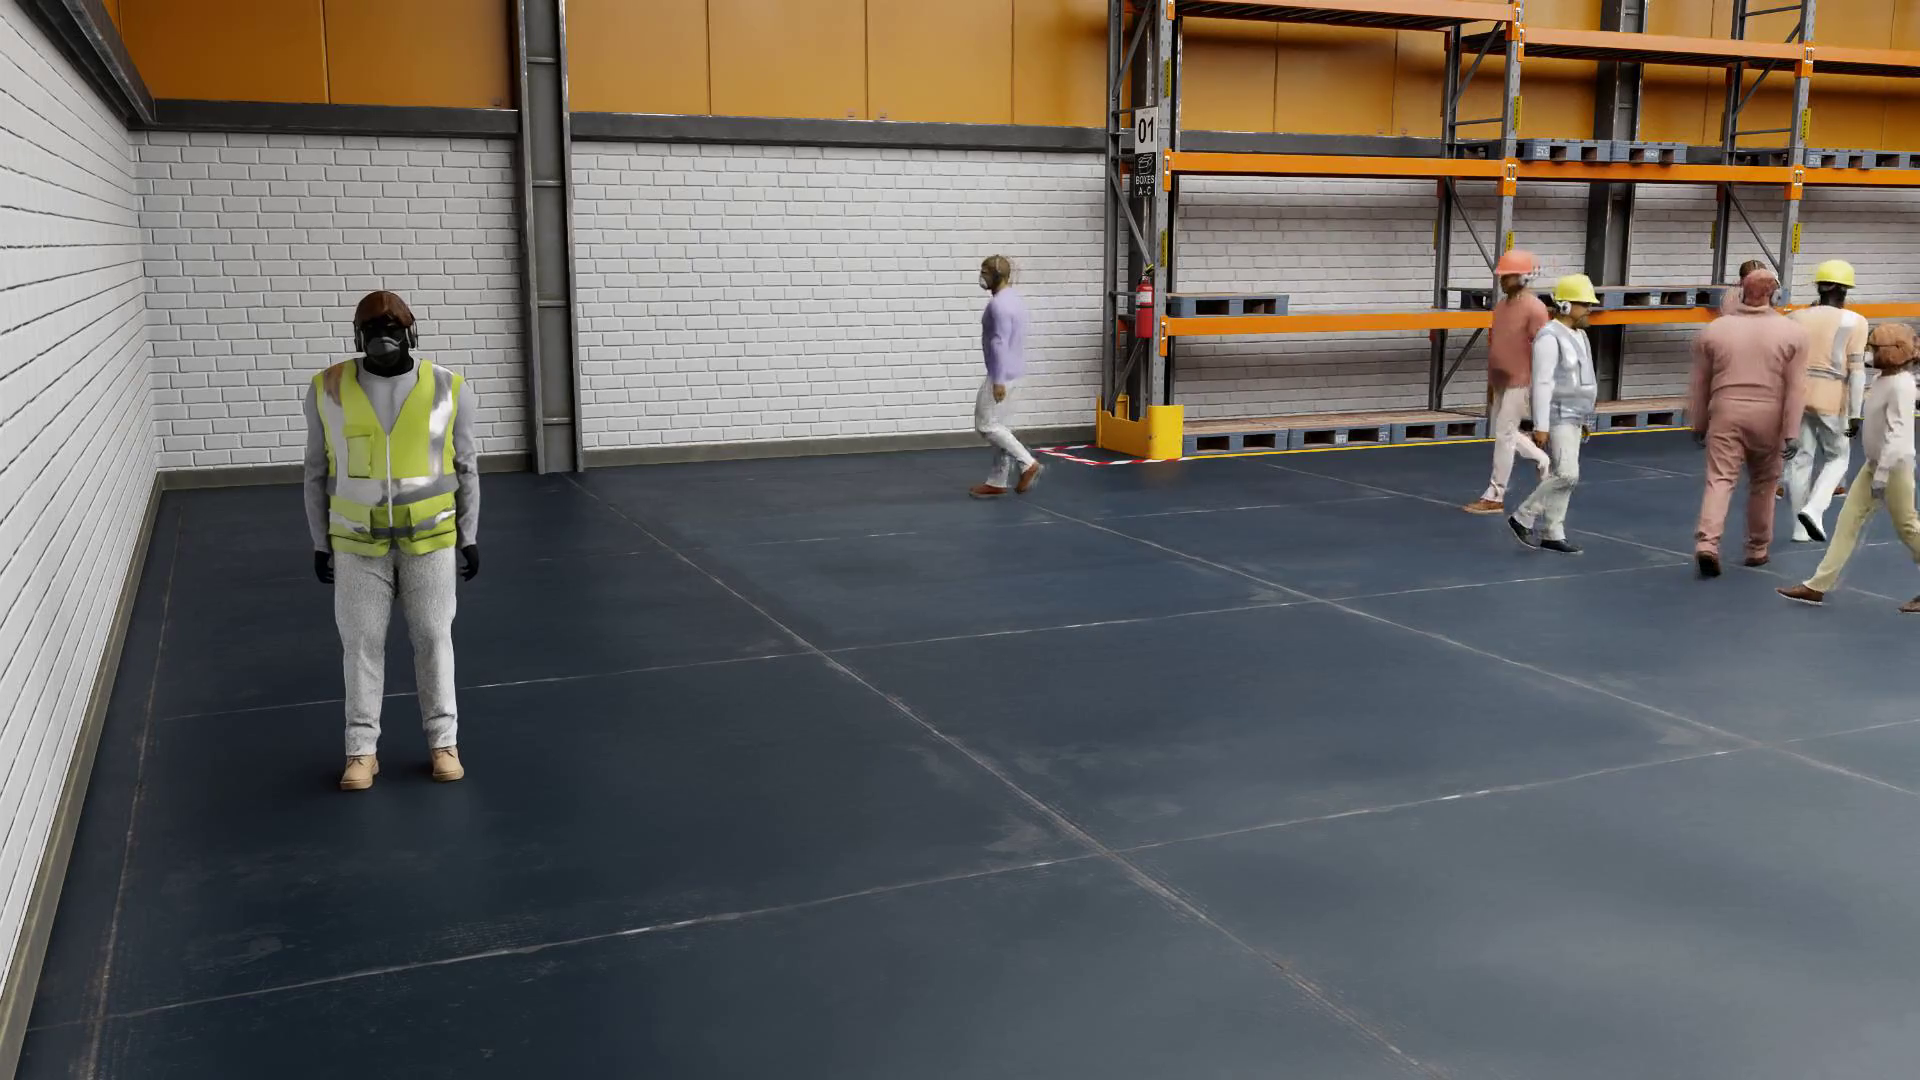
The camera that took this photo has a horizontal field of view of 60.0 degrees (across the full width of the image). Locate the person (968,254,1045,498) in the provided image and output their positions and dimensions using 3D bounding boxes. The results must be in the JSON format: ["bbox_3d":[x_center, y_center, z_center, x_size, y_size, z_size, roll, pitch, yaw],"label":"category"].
[{"bbox_3d":[0.348,-1.264,13.017,0.509,1.927,0.649,1,10,6],"label":"person"}]

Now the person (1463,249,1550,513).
[{"bbox_3d":[4.218,-1.181,12.441,0.838,1.974,0.633,-2,10,-11],"label":"person"}]

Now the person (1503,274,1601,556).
[{"bbox_3d":[3.864,-0.789,10.681,0.415,1.815,0.601,8,13,37],"label":"person"}]

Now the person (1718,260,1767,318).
[{"bbox_3d":[7.723,-1.819,16.347,0.429,1.842,0.634,-2,10,-11],"label":"person"}]

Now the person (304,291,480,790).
[{"bbox_3d":[-2.101,0.004,6.191,0.619,1.845,0.430,-3,11,-16],"label":"person"}]

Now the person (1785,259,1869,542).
[{"bbox_3d":[5.735,-0.910,11.122,0.484,1.908,0.588,-8,13,-38],"label":"person"}]

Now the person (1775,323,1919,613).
[{"bbox_3d":[5.019,-0.388,9.077,0.859,1.582,0.529,2,10,11],"label":"person"}]

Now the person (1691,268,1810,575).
[{"bbox_3d":[4.785,-0.718,10.146,0.653,1.871,0.959,8,13,36],"label":"person"}]

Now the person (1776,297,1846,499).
[{"bbox_3d":[6.672,-1.101,13.056,0.860,1.589,0.506,-1,10,-5],"label":"person"}]
